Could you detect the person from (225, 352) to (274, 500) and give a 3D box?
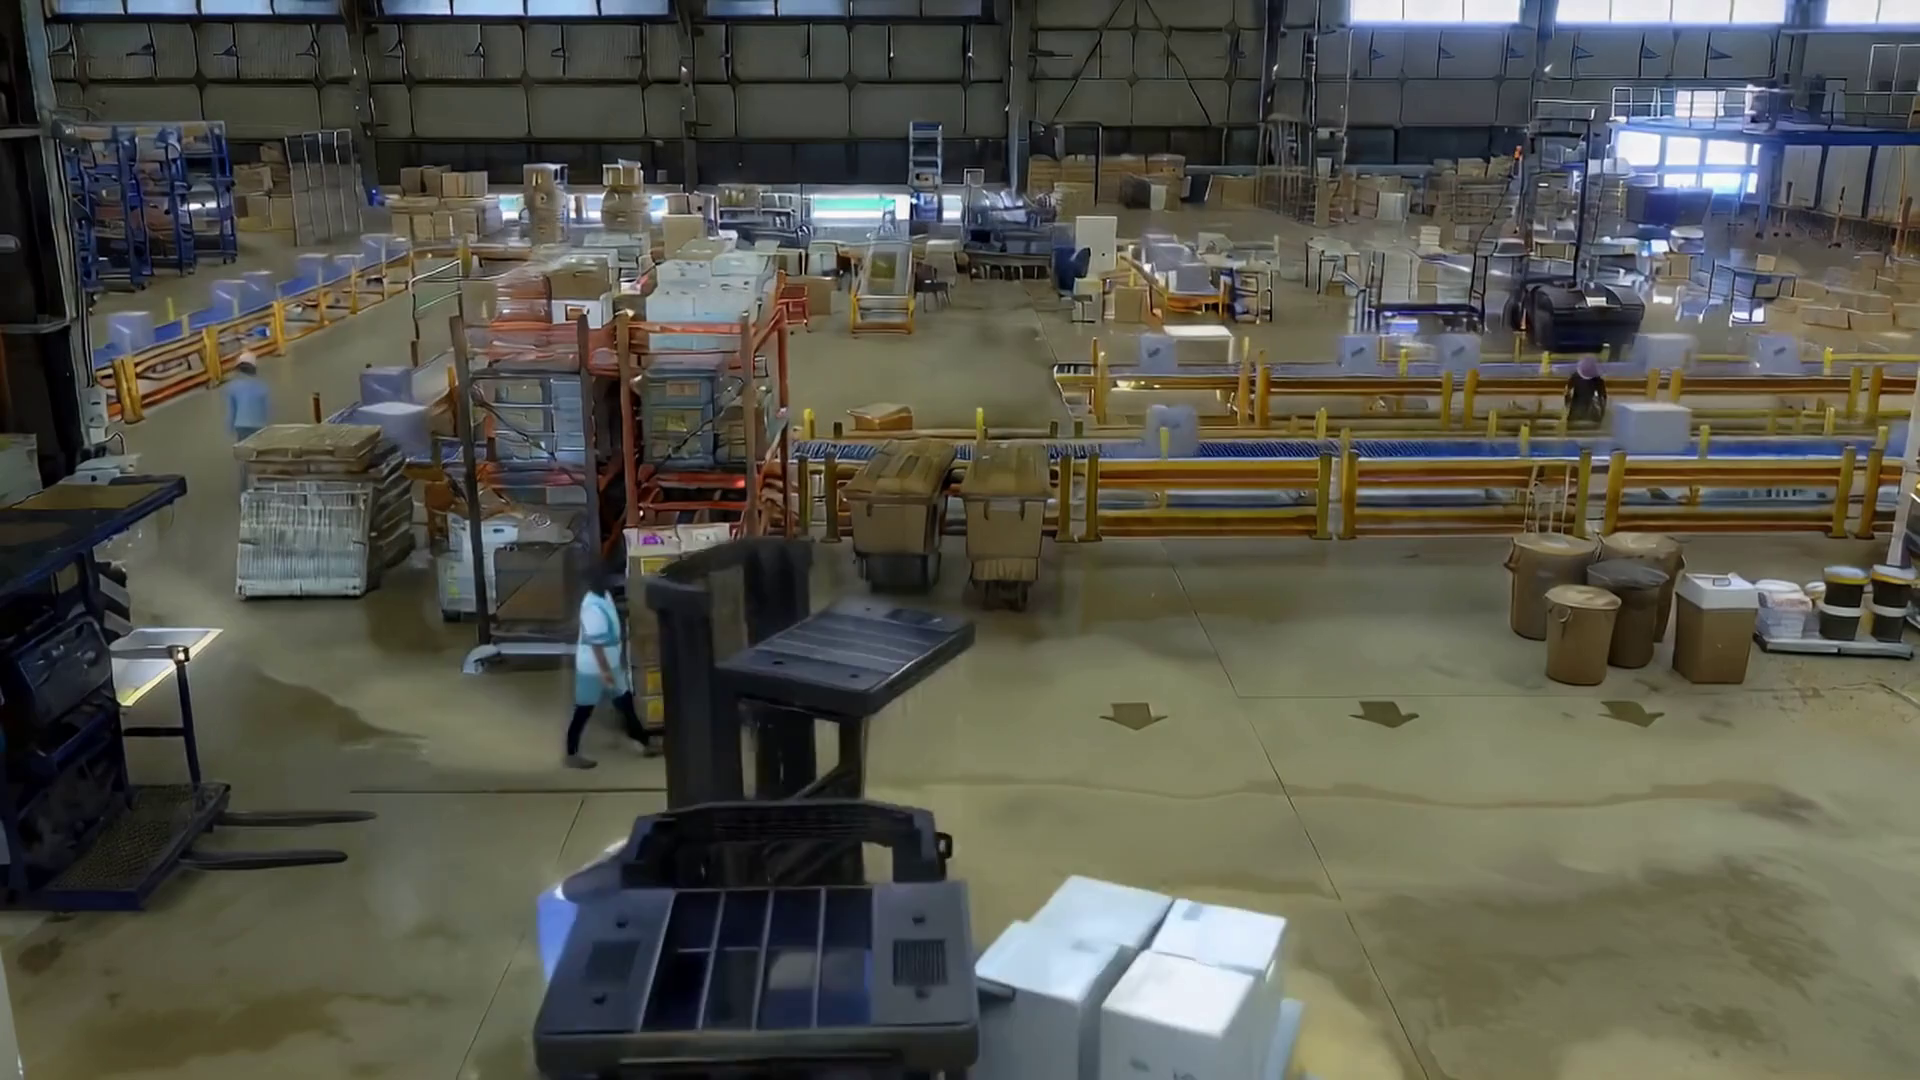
[{"bbox_3d":[-8.458,-1.356,19.818,0.537,1.739,0.736,-3,16,-12],"label":"person"}]

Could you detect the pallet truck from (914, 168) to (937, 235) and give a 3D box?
[{"bbox_3d":[-0.989,-10.316,50.507,0.823,1.965,1.885,1,16,3],"label":"pallet truck"}]

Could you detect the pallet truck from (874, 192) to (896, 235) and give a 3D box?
[{"bbox_3d":[-2.277,-9.986,50.594,0.653,1.274,1.630,0,16,-1],"label":"pallet truck"}]

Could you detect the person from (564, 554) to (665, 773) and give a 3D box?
[{"bbox_3d":[-2.535,0.906,12.101,0.850,1.648,0.550,-1,16,-2],"label":"person"}]

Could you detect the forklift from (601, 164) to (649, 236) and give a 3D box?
[{"bbox_3d":[-9.948,-10.127,49.296,1.157,1.987,2.680,-1,16,-3],"label":"forklift"}]

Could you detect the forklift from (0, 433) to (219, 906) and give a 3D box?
[{"bbox_3d":[-5.952,0.780,10.366,1.873,2.768,1.129,0,16,-1],"label":"forklift"}]

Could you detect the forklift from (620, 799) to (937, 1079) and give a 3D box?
[{"bbox_3d":[-0.535,2.211,5.393,1.129,2.768,1.873,-1,16,-2],"label":"forklift"}]

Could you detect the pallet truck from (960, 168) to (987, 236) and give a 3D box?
[{"bbox_3d":[0.383,-10.230,50.206,0.823,1.965,1.885,-1,16,-3],"label":"pallet truck"}]

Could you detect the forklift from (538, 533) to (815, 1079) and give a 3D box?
[{"bbox_3d":[-1.074,1.417,8.150,1.873,2.768,1.129,8,18,25],"label":"forklift"}]

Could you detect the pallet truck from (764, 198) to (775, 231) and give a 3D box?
[{"bbox_3d":[-6.051,-9.967,50.660,0.680,1.201,1.601,0,16,-1],"label":"pallet truck"}]

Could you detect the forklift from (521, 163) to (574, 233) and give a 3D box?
[{"bbox_3d":[-12.233,-10.122,49.298,1.157,1.987,2.680,0,16,-1],"label":"forklift"}]

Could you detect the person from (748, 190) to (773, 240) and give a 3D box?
[{"bbox_3d":[-4.886,-7.533,40.764,0.609,2.036,0.402,-1,16,-3],"label":"person"}]

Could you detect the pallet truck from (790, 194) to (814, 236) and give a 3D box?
[{"bbox_3d":[-4.814,-9.883,50.259,0.704,1.261,1.522,-1,16,-3],"label":"pallet truck"}]

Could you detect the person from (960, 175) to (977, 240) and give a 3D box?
[{"bbox_3d":[0.236,-9.617,48.239,0.408,1.906,0.653,-11,19,-34],"label":"person"}]

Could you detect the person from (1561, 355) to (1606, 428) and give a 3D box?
[{"bbox_3d":[7.605,-1.455,20.355,0.507,1.631,0.268,14,21,40],"label":"person"}]
